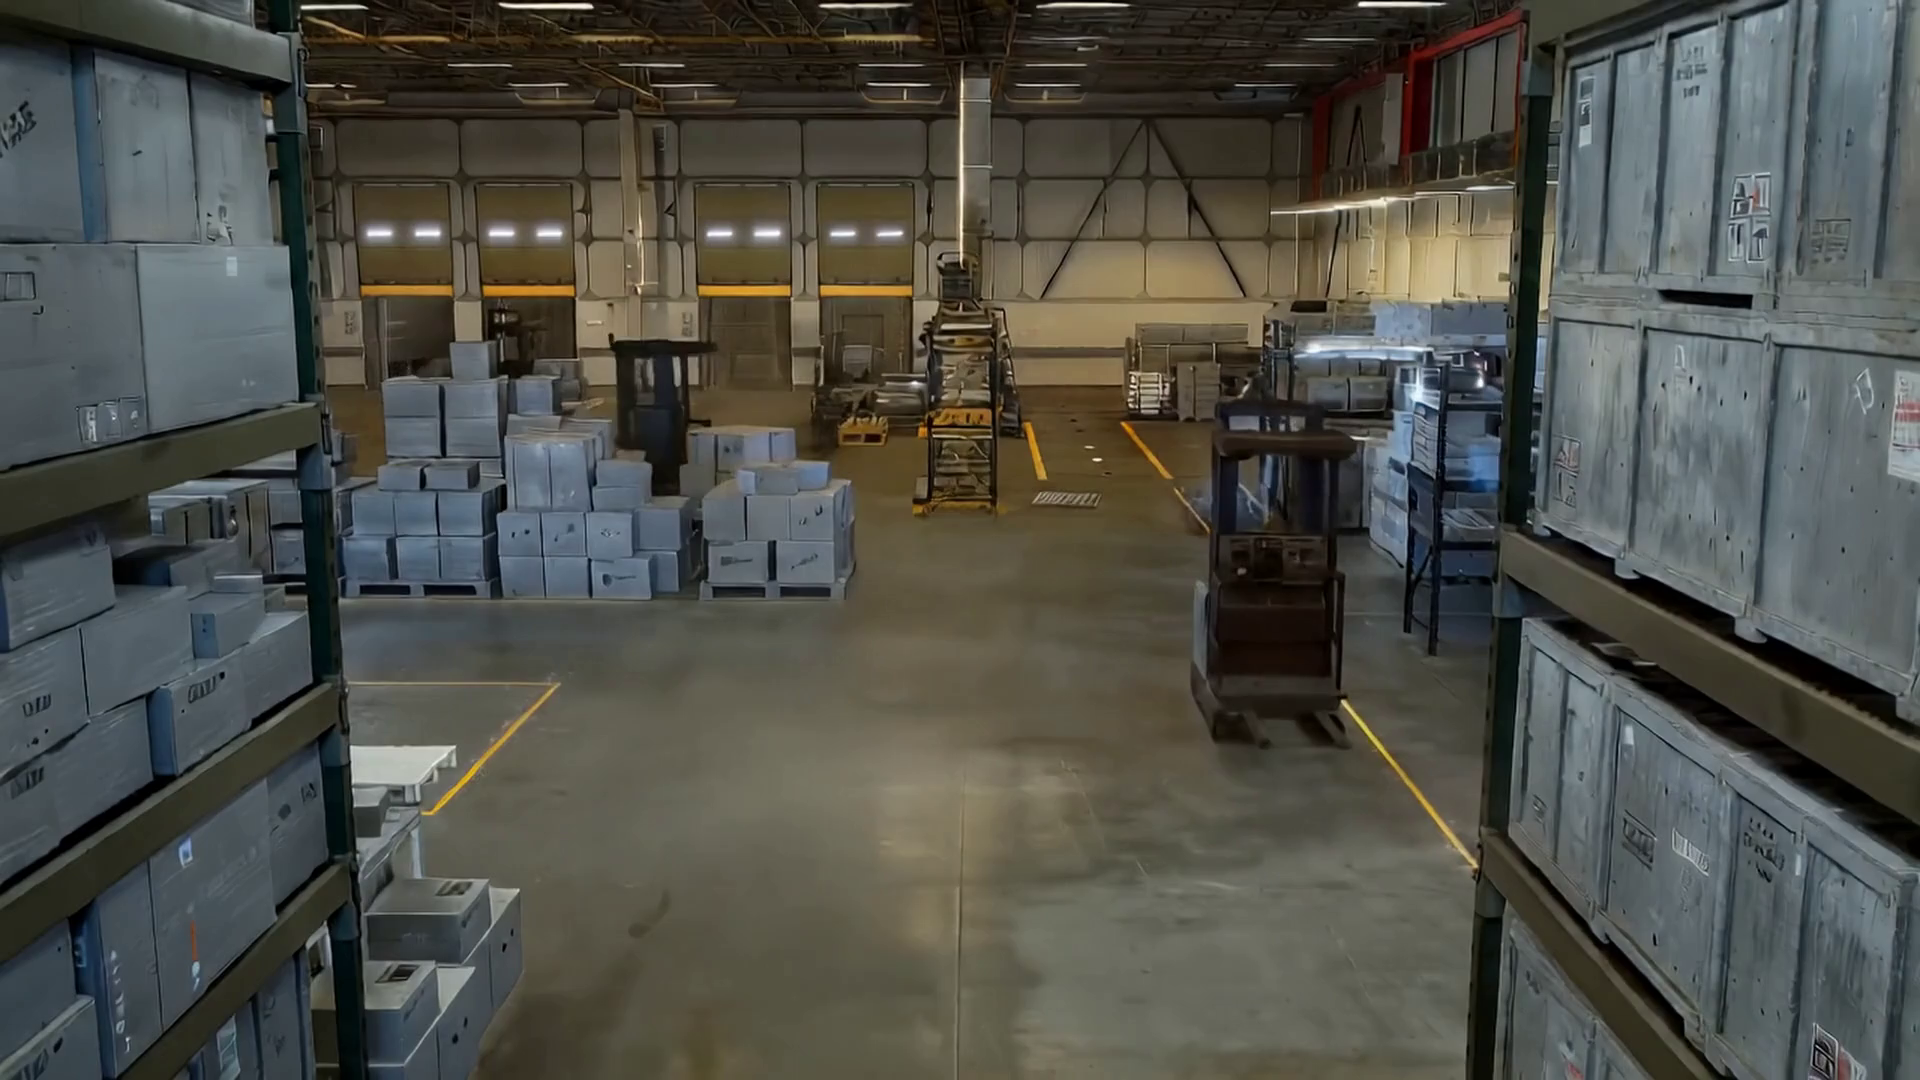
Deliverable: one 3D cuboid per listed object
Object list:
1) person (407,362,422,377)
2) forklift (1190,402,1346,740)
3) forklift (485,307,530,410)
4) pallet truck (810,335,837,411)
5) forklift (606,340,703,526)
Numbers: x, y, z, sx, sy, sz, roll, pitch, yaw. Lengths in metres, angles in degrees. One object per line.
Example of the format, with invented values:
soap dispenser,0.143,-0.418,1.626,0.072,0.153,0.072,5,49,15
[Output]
person,-12.476,-3.245,37.956,0.858,1.668,0.532,4,11,24
forklift,2.698,0.174,14.697,1.129,2.768,1.873,0,10,1
forklift,-10.754,-4.150,39.646,1.129,2.768,1.873,0,10,1
pallet truck,-3.021,-4.312,43.126,1.885,1.965,0.823,3,10,17
forklift,-4.685,-1.580,24.820,1.873,2.768,1.129,8,12,37
